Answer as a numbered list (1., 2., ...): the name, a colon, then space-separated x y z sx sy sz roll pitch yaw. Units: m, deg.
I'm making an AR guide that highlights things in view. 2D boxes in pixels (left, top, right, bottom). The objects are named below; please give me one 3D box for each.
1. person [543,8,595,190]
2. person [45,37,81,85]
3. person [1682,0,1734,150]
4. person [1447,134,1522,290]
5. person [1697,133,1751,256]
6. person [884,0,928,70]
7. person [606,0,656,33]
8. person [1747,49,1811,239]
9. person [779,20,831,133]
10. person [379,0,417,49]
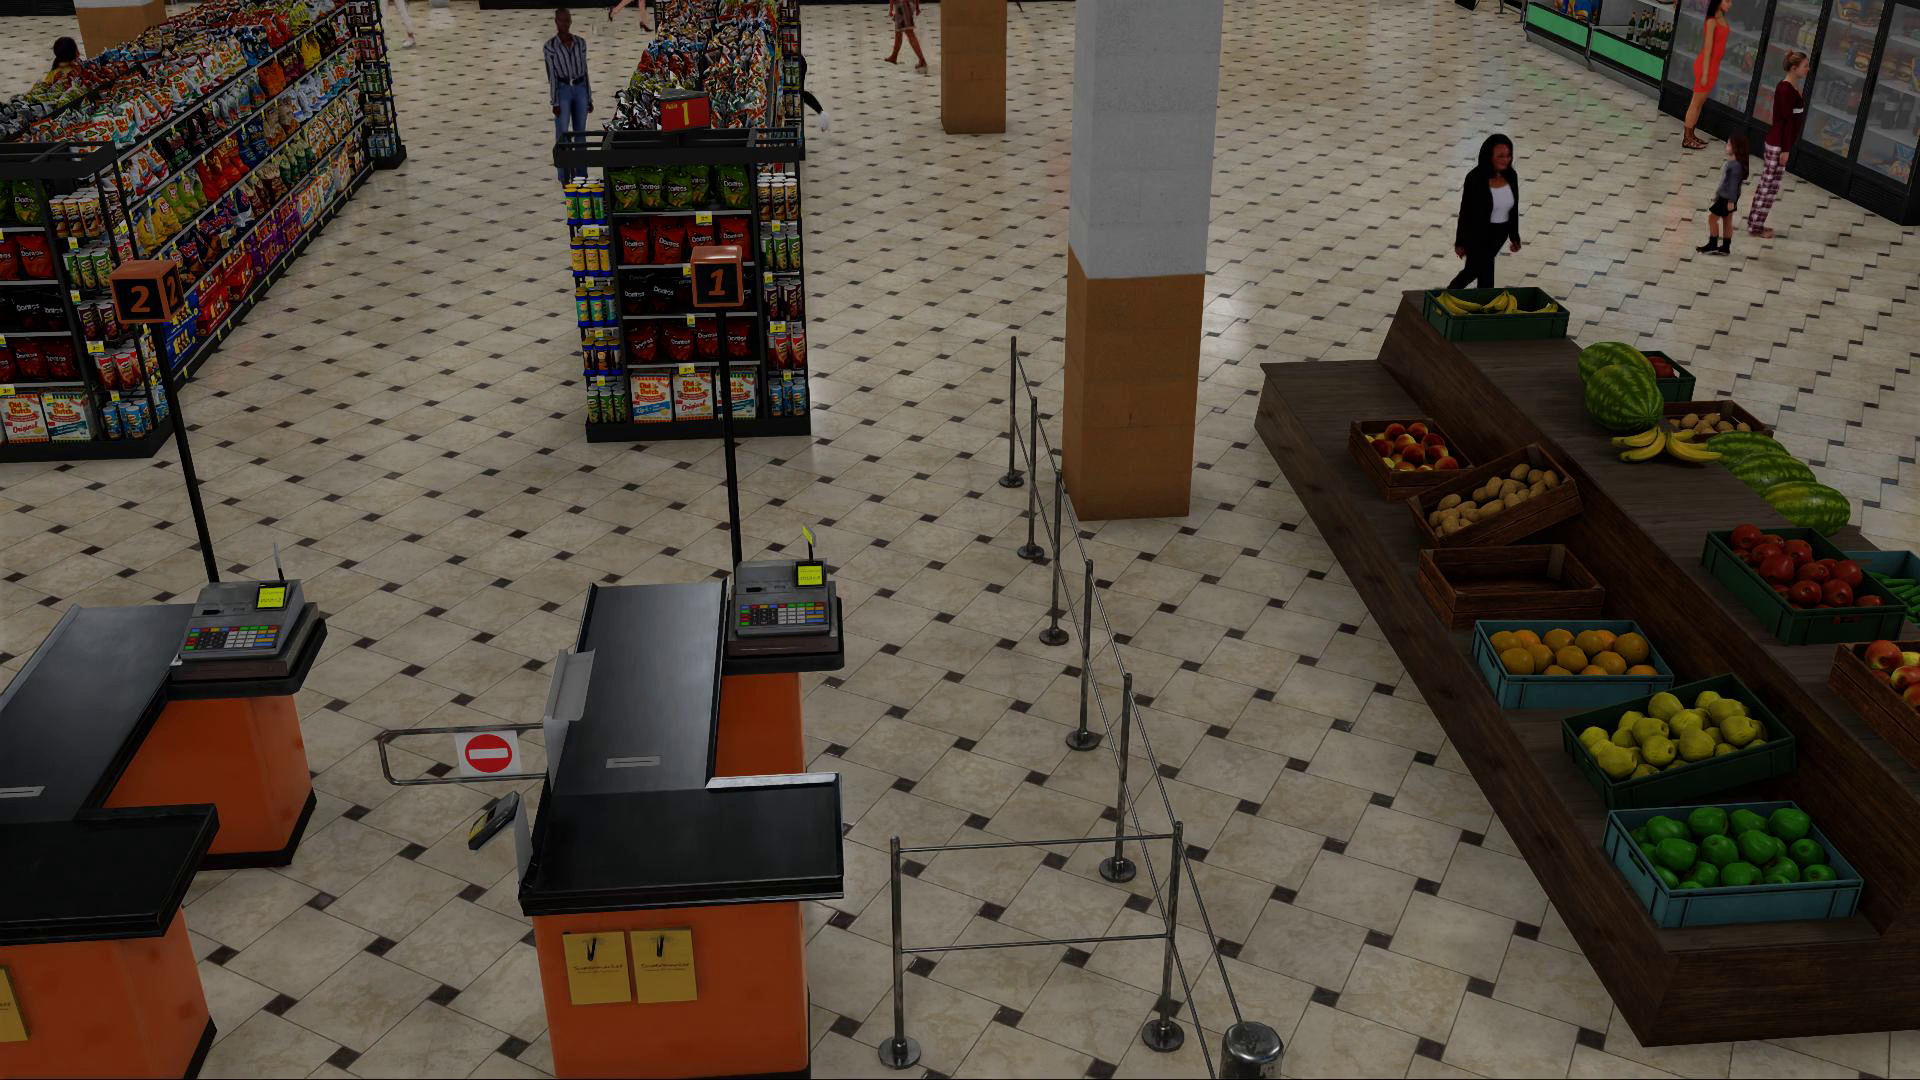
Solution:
1. person: -3.962 -4.476 16.878 0.705 1.793 0.730 -21 34 -35
2. person: -8.516 -3.981 16.108 1.024 1.608 1.328 6 27 11
3. person: 8.294 -5.237 18.461 0.725 1.719 0.644 16 31 29
4. person: 4.018 -2.363 12.946 0.968 1.582 1.198 -15 31 -27
5. person: 6.951 -3.092 14.916 0.634 1.100 0.555 9 28 16
6. person: -0.684 -7.107 22.277 1.157 1.603 1.058 24 35 38
7. person: -4.909 -8.413 24.692 0.733 1.748 0.901 -7 28 -14
8. person: 7.587 -3.674 15.401 0.741 1.698 0.586 9 28 17
9. person: -1.844 -5.318 18.742 0.929 1.610 0.993 12 29 22
10. person: -8.022 -7.816 23.603 0.958 1.668 1.176 11 29 21
